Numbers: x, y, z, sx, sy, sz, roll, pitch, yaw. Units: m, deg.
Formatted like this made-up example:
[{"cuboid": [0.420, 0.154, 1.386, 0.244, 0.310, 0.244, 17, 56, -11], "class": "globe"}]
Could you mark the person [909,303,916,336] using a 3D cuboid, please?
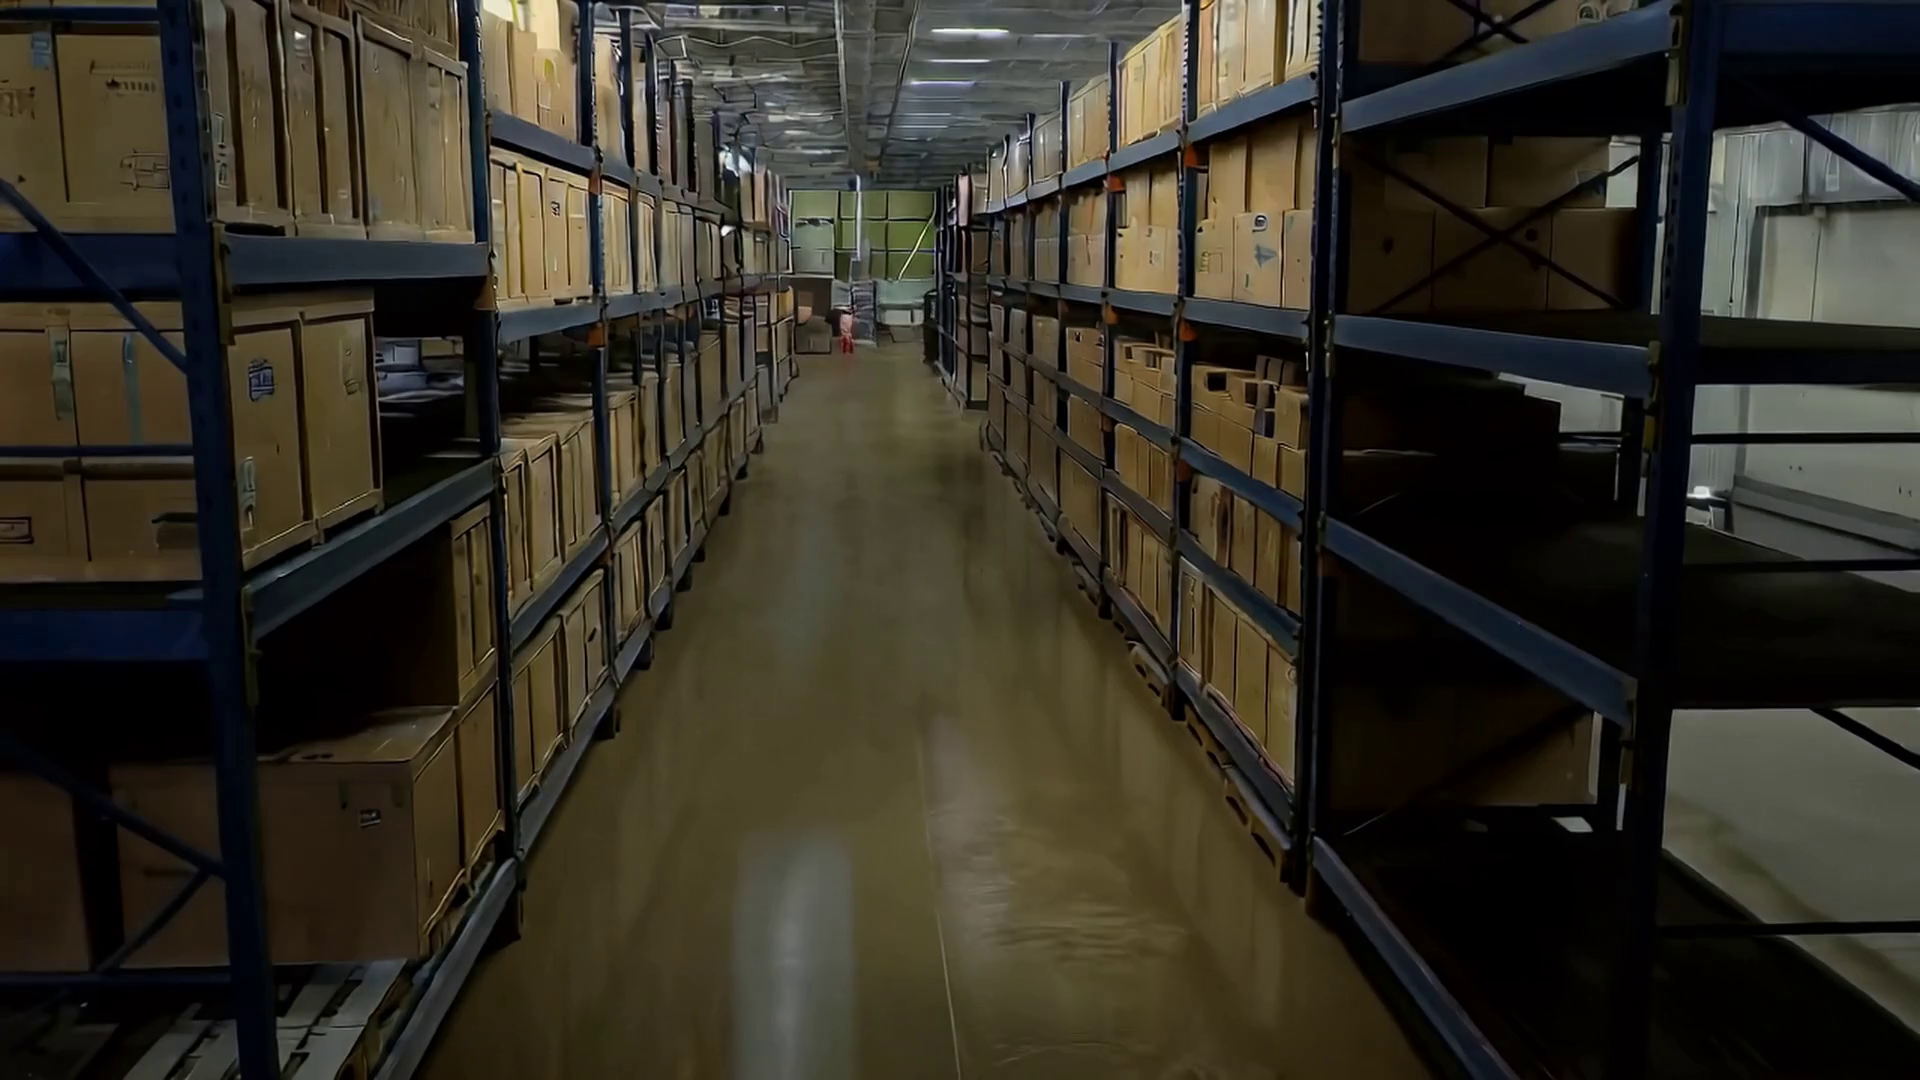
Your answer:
[{"cuboid": [-2.460, -11.504, 86.752, 0.320, 1.685, 0.539, 4, 10, 23], "class": "person"}]

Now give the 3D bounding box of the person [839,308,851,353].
[{"cuboid": [-4.852, -8.797, 69.889, 0.570, 1.915, 0.423, -6, 11, -31], "class": "person"}]

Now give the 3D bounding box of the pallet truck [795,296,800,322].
[{"cuboid": [-8.622, -12.439, 91.403, 1.885, 1.965, 0.823, 2, 10, 13], "class": "pallet truck"}]

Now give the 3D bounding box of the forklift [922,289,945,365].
[{"cuboid": [-0.777, -7.965, 62.048, 1.129, 2.768, 1.873, 1, 10, 4], "class": "forklift"}]
